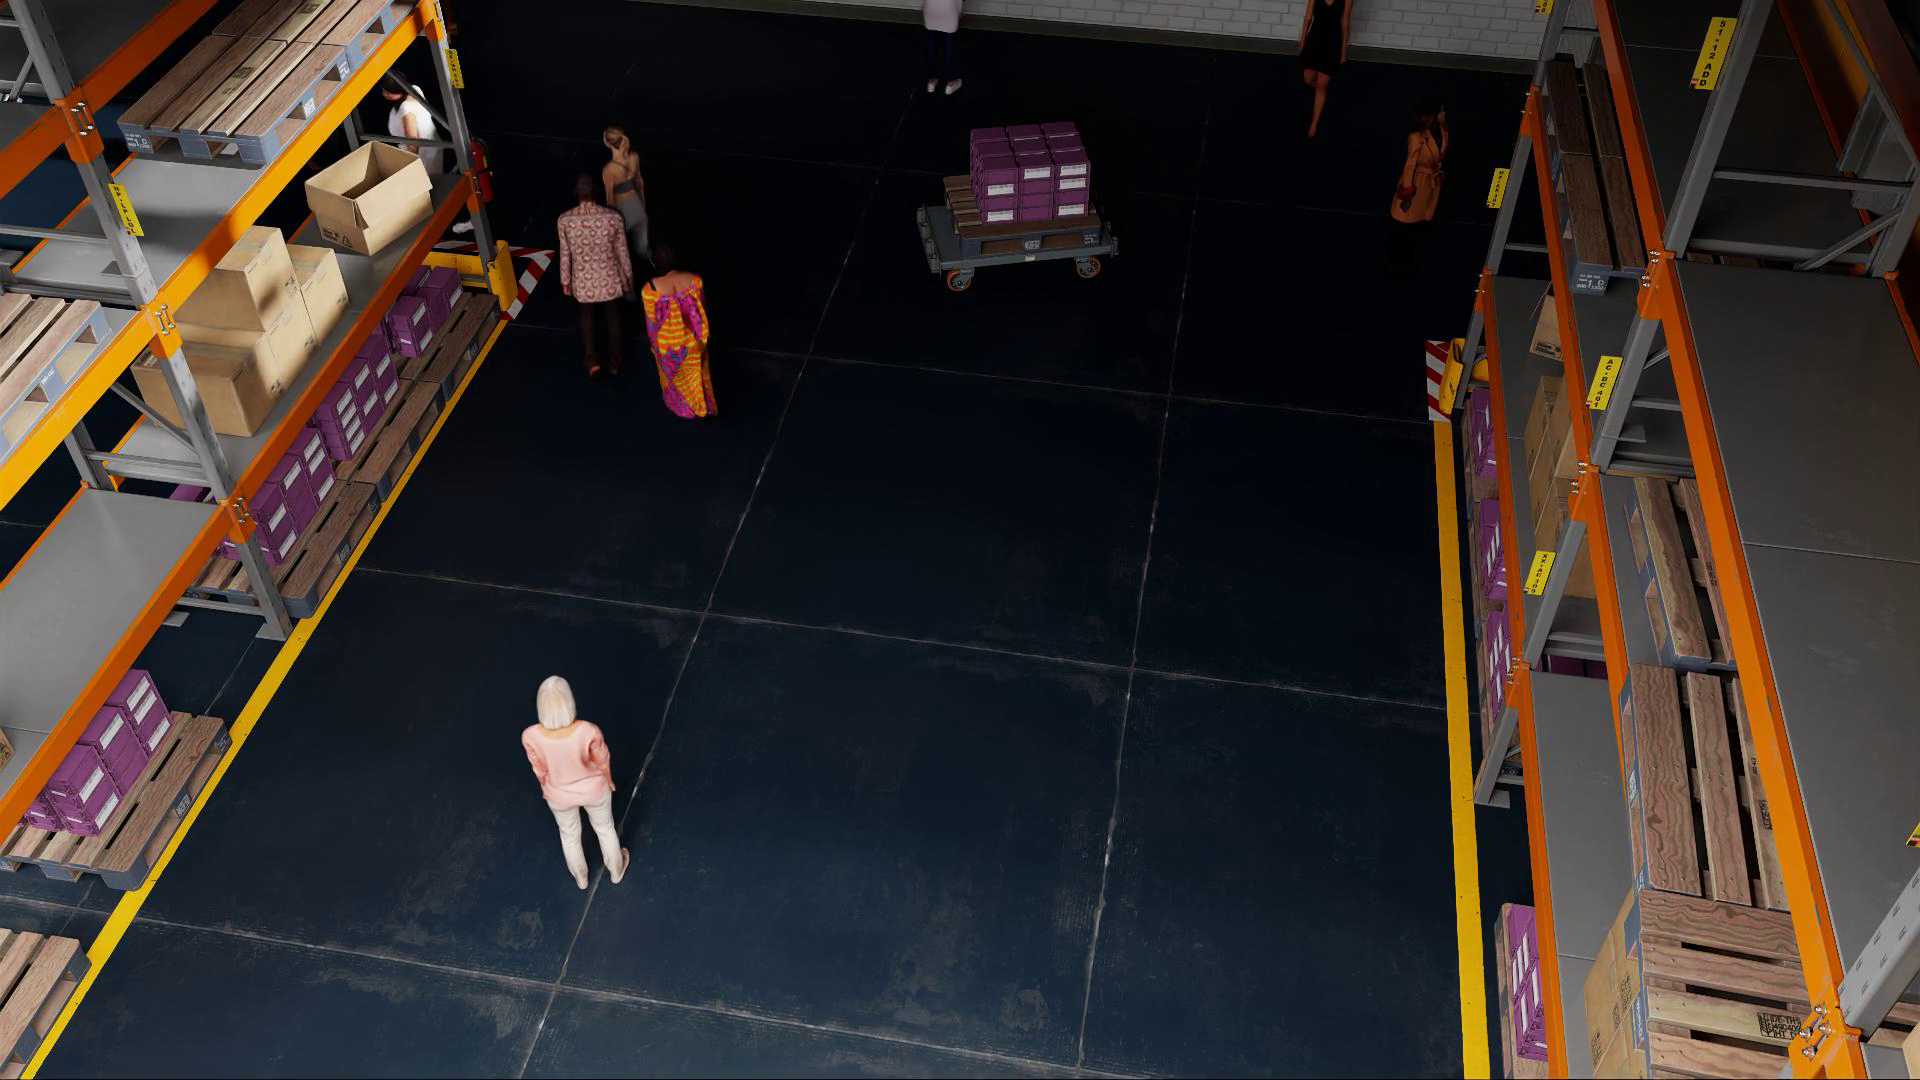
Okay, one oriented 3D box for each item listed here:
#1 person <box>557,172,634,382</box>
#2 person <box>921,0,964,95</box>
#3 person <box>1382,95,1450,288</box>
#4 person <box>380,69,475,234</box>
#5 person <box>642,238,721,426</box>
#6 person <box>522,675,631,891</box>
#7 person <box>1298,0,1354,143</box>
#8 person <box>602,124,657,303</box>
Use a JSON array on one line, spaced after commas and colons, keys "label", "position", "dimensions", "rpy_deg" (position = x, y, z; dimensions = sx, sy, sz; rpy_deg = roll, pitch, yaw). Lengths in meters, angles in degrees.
[{"label": "person", "position": [-2.818, -1.973, 12.965], "dimensions": [0.875, 1.787, 0.962], "rpy_deg": [-10, 45, -11]}, {"label": "person", "position": [-0.193, -5.276, 16.441], "dimensions": [0.645, 1.775, 0.596], "rpy_deg": [14, 45, 14]}, {"label": "person", "position": [3.863, -2.960, 14.054], "dimensions": [0.757, 1.714, 0.828], "rpy_deg": [-28, 50, -26]}, {"label": "person", "position": [-4.647, -3.354, 14.517], "dimensions": [0.992, 1.646, 1.073], "rpy_deg": [-4, 44, -4]}, {"label": "person", "position": [-2.129, -1.541, 12.606], "dimensions": [0.941, 1.657, 1.064], "rpy_deg": [-18, 46, -18]}, {"label": "person", "position": [-2.186, 1.398, 9.471], "dimensions": [0.663, 1.726, 0.633], "rpy_deg": [-6, 44, -7]}, {"label": "person", "position": [3.462, -4.716, 15.824], "dimensions": [0.675, 1.815, 0.959], "rpy_deg": [10, 44, 10]}, {"label": "person", "position": [-2.673, -2.629, 13.728], "dimensions": [0.929, 1.684, 1.011], "rpy_deg": [28, 50, 26]}]
